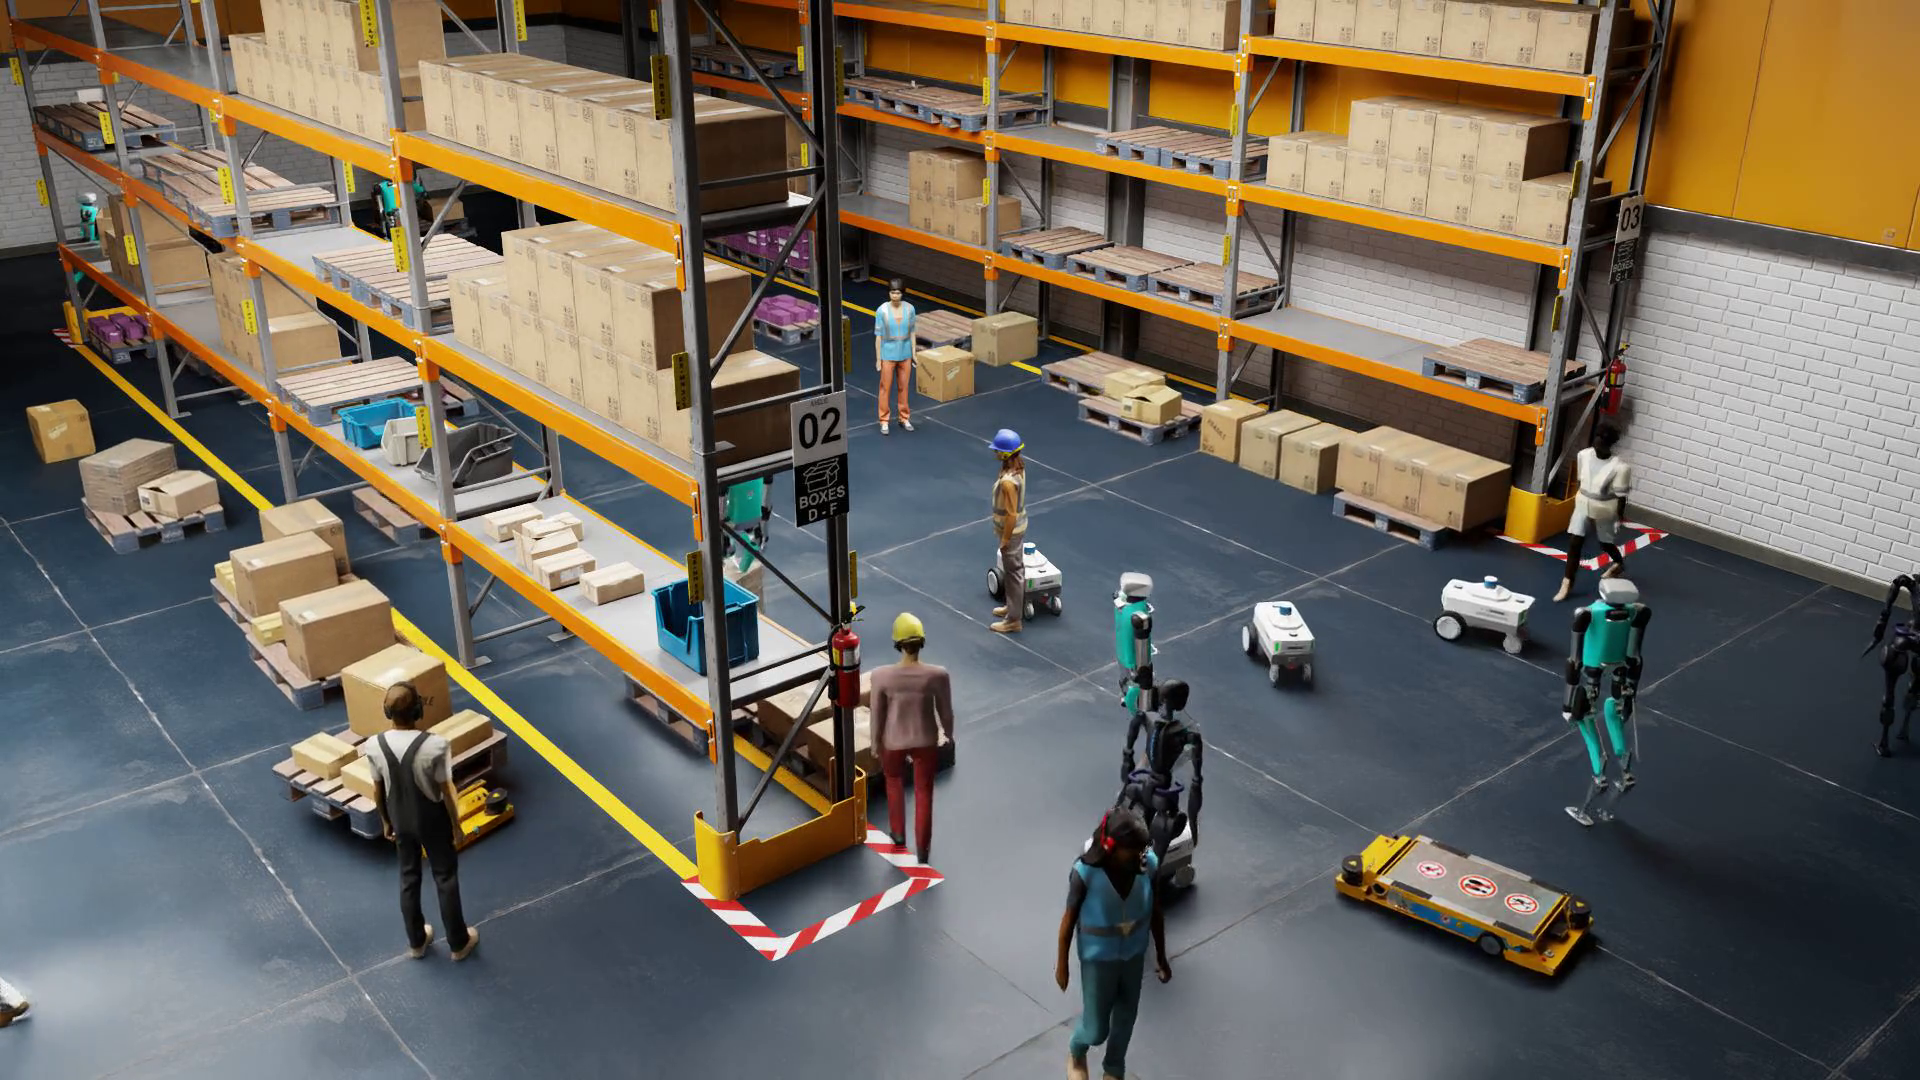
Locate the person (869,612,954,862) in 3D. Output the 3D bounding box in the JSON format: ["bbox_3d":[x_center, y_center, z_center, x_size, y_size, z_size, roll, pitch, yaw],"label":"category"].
[{"bbox_3d":[-0.316,1.255,10.866,0.558,1.747,0.508,-2,23,-4],"label":"person"}]

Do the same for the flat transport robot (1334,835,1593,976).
[{"bbox_3d":[3.158,2.242,10.453,1.431,0.231,0.659,18,29,35],"label":"flat transport robot"}]

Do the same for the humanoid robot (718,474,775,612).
[{"bbox_3d":[-1.918,-0.024,13.880,0.531,1.757,0.907,-17,29,-35],"label":"humanoid robot"}]

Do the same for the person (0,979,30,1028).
[{"bbox_3d":[-5.740,2.067,9.153,0.863,1.615,0.480,-11,26,-24],"label":"person"}]

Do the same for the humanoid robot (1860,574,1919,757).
[{"bbox_3d":[6.895,0.778,12.066,0.590,1.652,0.360,5,24,12],"label":"humanoid robot"}]

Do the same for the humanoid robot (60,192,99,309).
[{"bbox_3d":[-12.009,-3.818,22.642,0.766,1.779,0.531,-6,24,-14],"label":"humanoid robot"}]

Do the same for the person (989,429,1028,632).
[{"bbox_3d":[0.402,-0.079,13.921,0.323,1.778,0.468,3,24,8],"label":"person"}]

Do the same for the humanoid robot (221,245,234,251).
[{"bbox_3d":[-9.817,-3.836,22.772,0.648,1.634,0.586,11,26,24],"label":"humanoid robot"}]

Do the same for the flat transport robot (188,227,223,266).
[{"bbox_3d":[-10.656,-3.864,24.591,1.431,0.231,0.659,-10,25,-22],"label":"flat transport robot"}]

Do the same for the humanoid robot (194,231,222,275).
[{"bbox_3d":[-10.611,-4.151,23.479,0.420,1.646,0.611,-2,23,-6],"label":"humanoid robot"}]

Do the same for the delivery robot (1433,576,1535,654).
[{"bbox_3d":[4.403,0.588,13.909,0.775,0.585,0.499,14,27,30],"label":"delivery robot"}]

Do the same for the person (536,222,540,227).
[{"bbox_3d":[-5.146,-2.968,20.453,0.411,1.905,0.654,13,26,27],"label":"person"}]

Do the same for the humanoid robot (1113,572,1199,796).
[{"bbox_3d":[1.361,1.065,11.360,0.666,1.826,0.552,-5,24,-11],"label":"humanoid robot"}]

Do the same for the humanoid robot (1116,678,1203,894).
[{"bbox_3d":[1.216,1.594,10.221,0.610,1.627,0.664,19,30,38],"label":"humanoid robot"}]

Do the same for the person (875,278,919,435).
[{"bbox_3d":[-0.704,-2.047,18.497,0.490,1.763,0.327,-9,25,-19],"label":"person"}]

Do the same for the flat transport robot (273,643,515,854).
[{"bbox_3d":[-3.832,1.773,11.538,1.431,0.231,0.659,15,28,31],"label":"flat transport robot"}]

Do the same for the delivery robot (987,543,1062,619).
[{"bbox_3d":[0.594,0.311,14.568,0.499,0.599,0.784,-10,25,-21],"label":"delivery robot"}]

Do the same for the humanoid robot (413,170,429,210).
[{"bbox_3d":[-9.203,-6.121,28.011,1.032,1.754,0.536,9,25,20],"label":"humanoid robot"}]

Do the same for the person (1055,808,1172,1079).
[{"bbox_3d":[0.779,2.168,8.620,0.571,1.851,0.427,-9,25,-21],"label":"person"}]

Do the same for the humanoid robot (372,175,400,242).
[{"bbox_3d":[-8.031,-4.484,24.001,0.533,1.681,0.735,-19,30,-36],"label":"humanoid robot"}]

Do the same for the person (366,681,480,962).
[{"bbox_3d":[-3.174,1.669,9.809,0.520,1.840,0.351,3,24,7],"label":"person"}]

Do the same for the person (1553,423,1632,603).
[{"bbox_3d":[5.635,-0.285,14.570,0.828,1.657,0.538,-18,29,-36],"label":"person"}]

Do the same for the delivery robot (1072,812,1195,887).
[{"bbox_3d":[1.135,2.017,10.606,0.793,0.590,0.499,-15,27,-31],"label":"delivery robot"}]

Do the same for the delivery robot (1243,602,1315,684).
[{"bbox_3d":[2.613,0.786,13.456,0.499,0.590,0.793,-2,23,-4],"label":"delivery robot"}]

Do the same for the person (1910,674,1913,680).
[{"bbox_3d":[7.814,0.269,12.936,0.548,1.927,0.390,13,27,28],"label":"person"}]

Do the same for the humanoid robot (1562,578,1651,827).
[{"bbox_3d":[4.340,1.170,11.069,0.534,1.786,0.654,-4,24,-8],"label":"humanoid robot"}]
